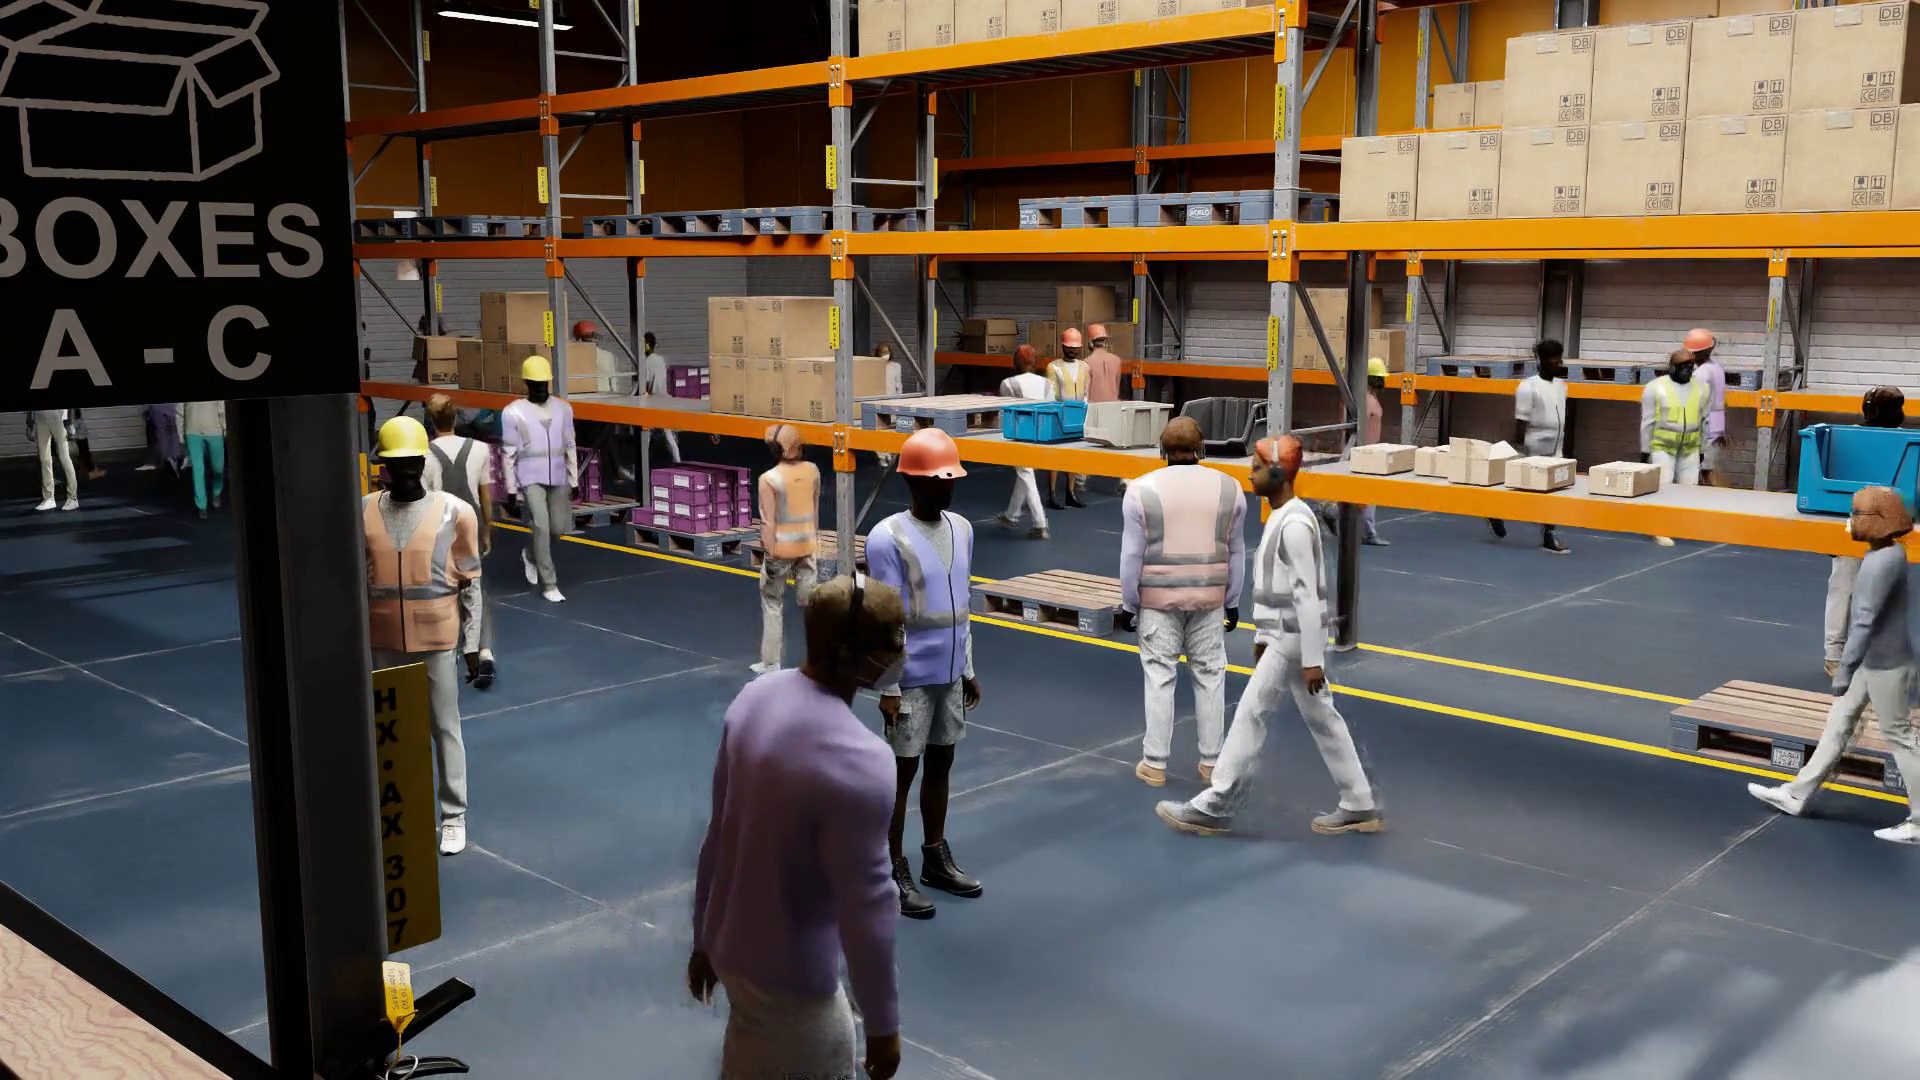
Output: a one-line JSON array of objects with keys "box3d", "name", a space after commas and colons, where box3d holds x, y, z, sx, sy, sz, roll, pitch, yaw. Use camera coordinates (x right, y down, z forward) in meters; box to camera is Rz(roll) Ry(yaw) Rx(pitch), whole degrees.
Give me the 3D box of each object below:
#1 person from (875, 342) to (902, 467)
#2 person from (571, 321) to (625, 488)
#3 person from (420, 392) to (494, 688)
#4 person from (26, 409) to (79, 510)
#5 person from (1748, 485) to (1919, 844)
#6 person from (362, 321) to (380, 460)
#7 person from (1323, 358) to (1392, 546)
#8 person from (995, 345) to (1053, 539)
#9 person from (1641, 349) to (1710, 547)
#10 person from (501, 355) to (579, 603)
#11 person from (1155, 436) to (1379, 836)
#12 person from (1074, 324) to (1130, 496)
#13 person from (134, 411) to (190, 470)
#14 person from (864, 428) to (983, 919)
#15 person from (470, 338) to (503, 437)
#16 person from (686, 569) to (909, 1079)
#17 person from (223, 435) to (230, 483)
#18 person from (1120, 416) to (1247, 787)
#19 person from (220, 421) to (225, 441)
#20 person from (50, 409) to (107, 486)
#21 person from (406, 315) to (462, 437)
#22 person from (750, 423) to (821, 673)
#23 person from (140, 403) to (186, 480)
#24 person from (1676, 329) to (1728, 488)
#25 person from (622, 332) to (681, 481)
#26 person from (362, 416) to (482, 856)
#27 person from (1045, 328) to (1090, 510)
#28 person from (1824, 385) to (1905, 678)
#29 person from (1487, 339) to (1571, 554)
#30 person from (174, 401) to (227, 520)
[{"box3d": [-0.970, -1.743, 21.466, 0.531, 1.617, 0.364, -5, 10, -27], "name": "person"}, {"box3d": [-4.176, -1.510, 18.987, 0.636, 1.972, 0.564, -8, 12, -41], "name": "person"}, {"box3d": [-3.097, 0.000, 10.219, 0.515, 1.818, 0.837, -5, 11, -28], "name": "person"}, {"box3d": [-9.654, -1.235, 17.646, 0.516, 1.861, 0.317, 0, 9, 2], "name": "person"}, {"box3d": [4.041, 0.550, 7.499, 0.839, 1.588, 0.520, 5, 11, 30], "name": "person"}, {"box3d": [-8.019, -1.979, 22.121, 0.616, 1.892, 0.657, 3, 10, 18], "name": "person"}, {"box3d": [3.713, -0.822, 15.435, 0.581, 1.748, 0.532, 3, 10, 18], "name": "person"}, {"box3d": [0.591, -0.948, 15.958, 0.595, 1.831, 0.989, -6, 11, -32], "name": "person"}, {"box3d": [6.623, -0.862, 15.473, 0.639, 1.831, 0.544, 0, 9, 2], "name": "person"}, {"box3d": [-3.282, -0.491, 12.945, 0.594, 1.901, 0.759, -8, 12, -40], "name": "person"}, {"box3d": [1.435, 0.444, 7.462, 1.016, 1.825, 0.586, 1, 9, 8], "name": "person"}, {"box3d": [1.608, -1.472, 18.865, 0.627, 1.952, 1.037, -5, 10, -28], "name": "person"}, {"box3d": [-10.145, -1.670, 21.127, 0.691, 1.611, 0.550, -4, 10, -22], "name": "person"}, {"box3d": [-0.121, 0.519, 6.646, 0.357, 1.938, 0.545, 8, 12, 41], "name": "person"}, {"box3d": [-7.020, -2.404, 24.896, 0.495, 1.830, 0.572, -8, 12, -42], "name": "person"}, {"box3d": [-0.325, 0.998, 3.898, 0.991, 1.875, 0.632, -5, 10, -26], "name": "person"}, {"box3d": [-8.648, -1.455, 19.675, 0.546, 1.629, 0.839, -3, 10, -19], "name": "person"}, {"box3d": [1.093, 0.306, 8.254, 0.626, 1.840, 0.430, -1, 9, -5], "name": "person"}, {"box3d": [-7.700, -1.220, 17.755, 0.615, 1.789, 0.494, 7, 11, 36], "name": "person"}, {"box3d": [-10.610, -1.478, 19.779, 0.529, 1.639, 0.890, 3, 10, 16], "name": "person"}, {"box3d": [-6.931, -2.012, 21.850, 1.064, 2.000, 0.688, 1, 9, 5], "name": "person"}, {"box3d": [-1.017, 0.074, 10.341, 0.682, 1.615, 0.518, 9, 13, 43], "name": "person"}, {"box3d": [-9.517, -1.629, 19.947, 0.654, 1.888, 0.676, -1, 9, -6], "name": "person"}, {"box3d": [7.085, -1.049, 16.117, 0.988, 1.980, 0.651, 8, 12, 39], "name": "person"}, {"box3d": [-3.704, -1.580, 19.895, 0.964, 1.810, 0.583, 5, 10, 28], "name": "person"}, {"box3d": [-2.386, 0.422, 7.257, 0.594, 1.930, 0.354, 0, 9, -1], "name": "person"}, {"box3d": [1.165, -1.289, 17.742, 0.547, 1.934, 0.376, -6, 11, -31], "name": "person"}, {"box3d": [5.699, -0.043, 10.385, 0.627, 1.844, 0.429, -1, 9, -8], "name": "person"}, {"box3d": [5.218, -0.867, 15.136, 0.606, 1.943, 0.830, -5, 11, -28], "name": "person"}, {"box3d": [-7.847, -1.114, 17.250, 0.525, 1.743, 0.761, -5, 10, -26], "name": "person"}]
